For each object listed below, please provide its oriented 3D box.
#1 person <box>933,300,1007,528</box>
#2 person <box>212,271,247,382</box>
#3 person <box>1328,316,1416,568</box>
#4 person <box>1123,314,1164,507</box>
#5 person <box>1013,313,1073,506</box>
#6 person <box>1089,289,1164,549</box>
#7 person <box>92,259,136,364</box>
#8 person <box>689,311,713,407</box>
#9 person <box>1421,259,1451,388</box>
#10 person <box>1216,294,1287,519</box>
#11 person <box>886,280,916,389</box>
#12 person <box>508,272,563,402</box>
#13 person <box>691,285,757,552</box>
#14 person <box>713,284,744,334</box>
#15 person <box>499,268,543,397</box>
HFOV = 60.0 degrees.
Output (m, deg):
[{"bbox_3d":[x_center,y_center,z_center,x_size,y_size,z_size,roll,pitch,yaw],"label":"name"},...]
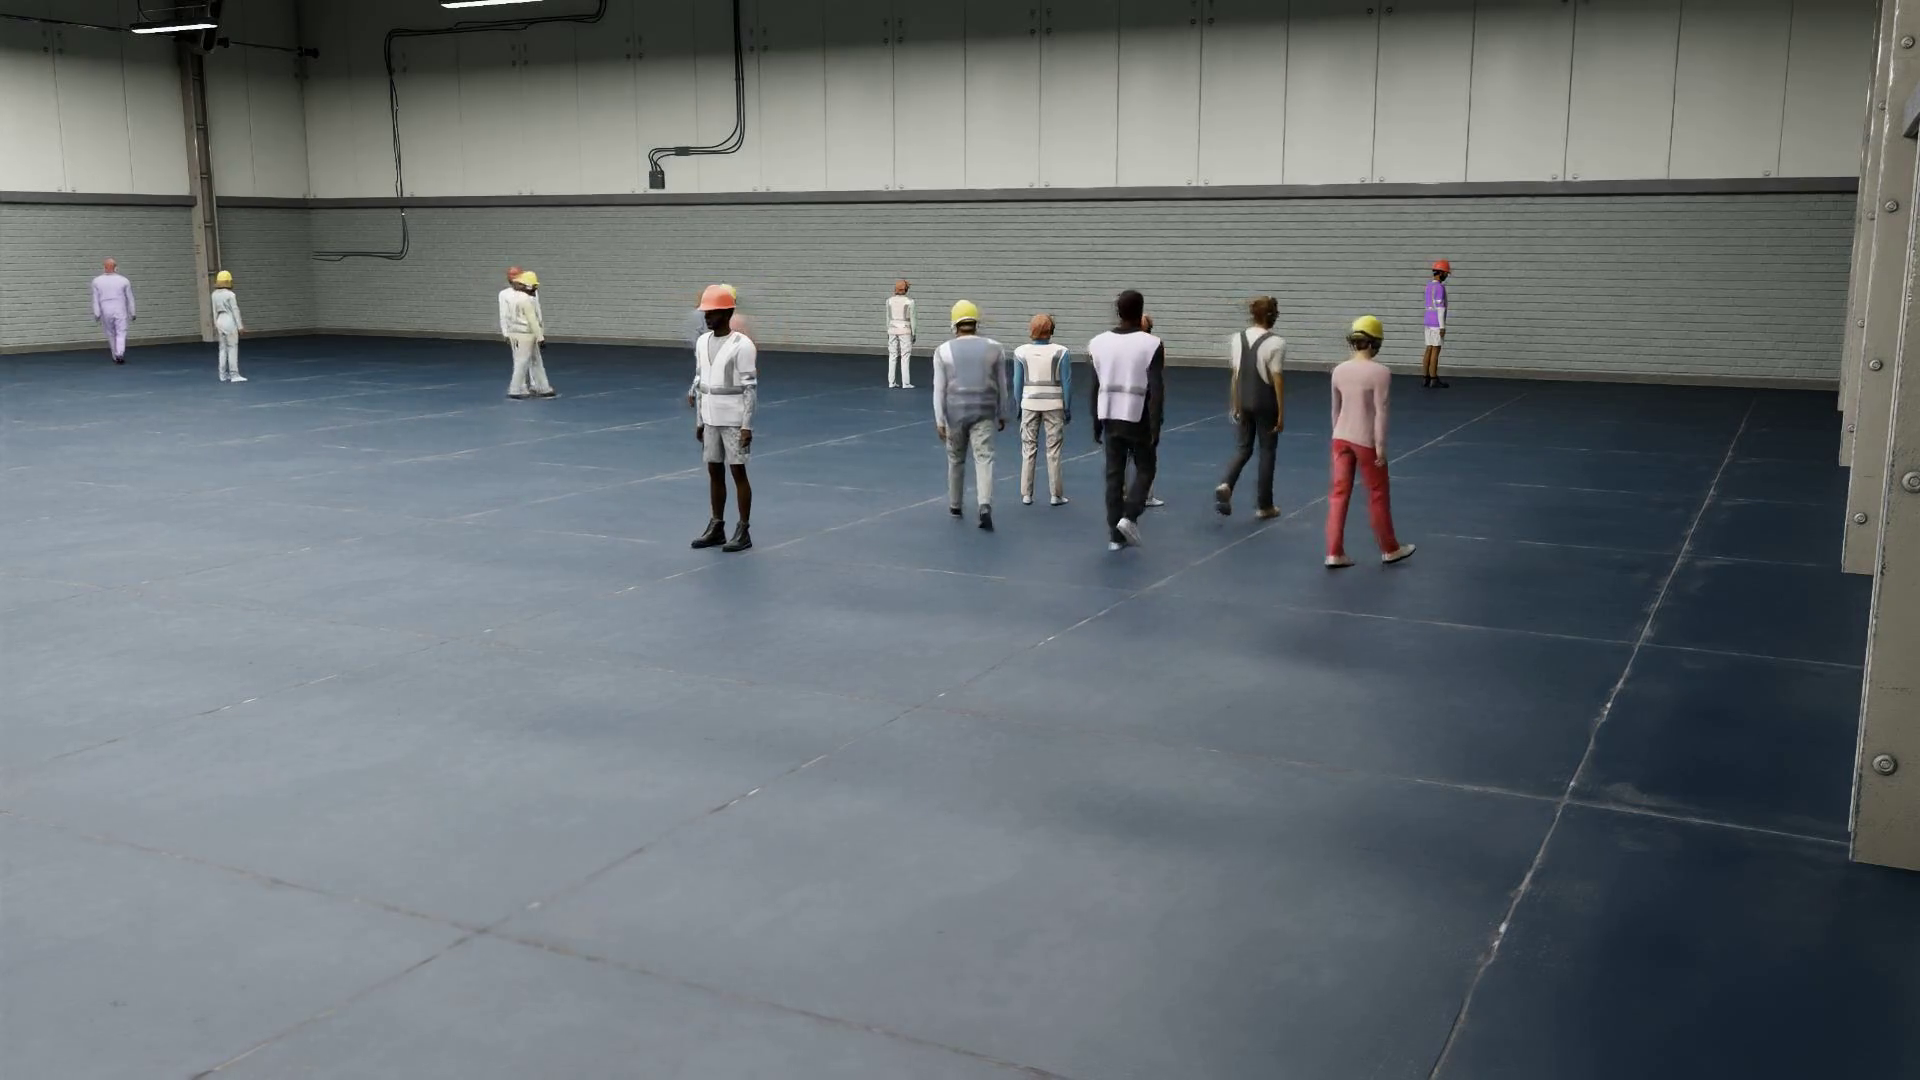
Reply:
[{"bbox_3d":[0.088,-1.004,13.204,0.595,1.798,0.889,-1,10,-3],"label":"person"},{"bbox_3d":[-11.525,-3.361,26.191,0.490,1.744,0.296,5,12,27],"label":"person"},{"bbox_3d":[2.836,-0.678,11.537,0.725,1.736,0.551,-8,13,-36],"label":"person"},{"bbox_3d":[1.511,-1.098,14.124,0.523,1.640,0.306,10,14,43],"label":"person"},{"bbox_3d":[0.704,-1.105,14.156,0.511,1.644,0.307,3,11,15],"label":"person"},{"bbox_3d":[1.213,-0.867,12.137,0.590,1.908,0.446,5,12,27],"label":"person"},{"bbox_3d":[-15.143,-4.085,29.789,0.658,1.873,0.924,-2,11,-12],"label":"person"},{"bbox_3d":[-3.269,-2.462,21.606,0.514,1.616,0.574,-10,14,-44],"label":"person"},{"bbox_3d":[7.207,-3.263,25.127,0.359,1.936,0.544,-1,10,-7],"label":"person"},{"bbox_3d":[2.366,-1.052,13.345,0.533,1.832,0.633,10,14,42],"label":"person"},{"bbox_3d":[-0.887,-3.086,24.998,0.509,1.629,0.316,5,12,26],"label":"person"},{"bbox_3d":[-5.944,-2.812,23.054,0.789,1.794,0.602,-4,11,-19],"label":"person"},{"bbox_3d":[-1.729,-0.880,12.120,0.547,1.939,0.376,7,13,35],"label":"person"},{"bbox_3d":[-2.609,-1.941,18.389,0.546,1.751,0.449,10,14,43],"label":"person"},{"bbox_3d":[-6.238,-2.957,23.748,0.637,1.827,0.970,-5,11,-23],"label":"person"}]
